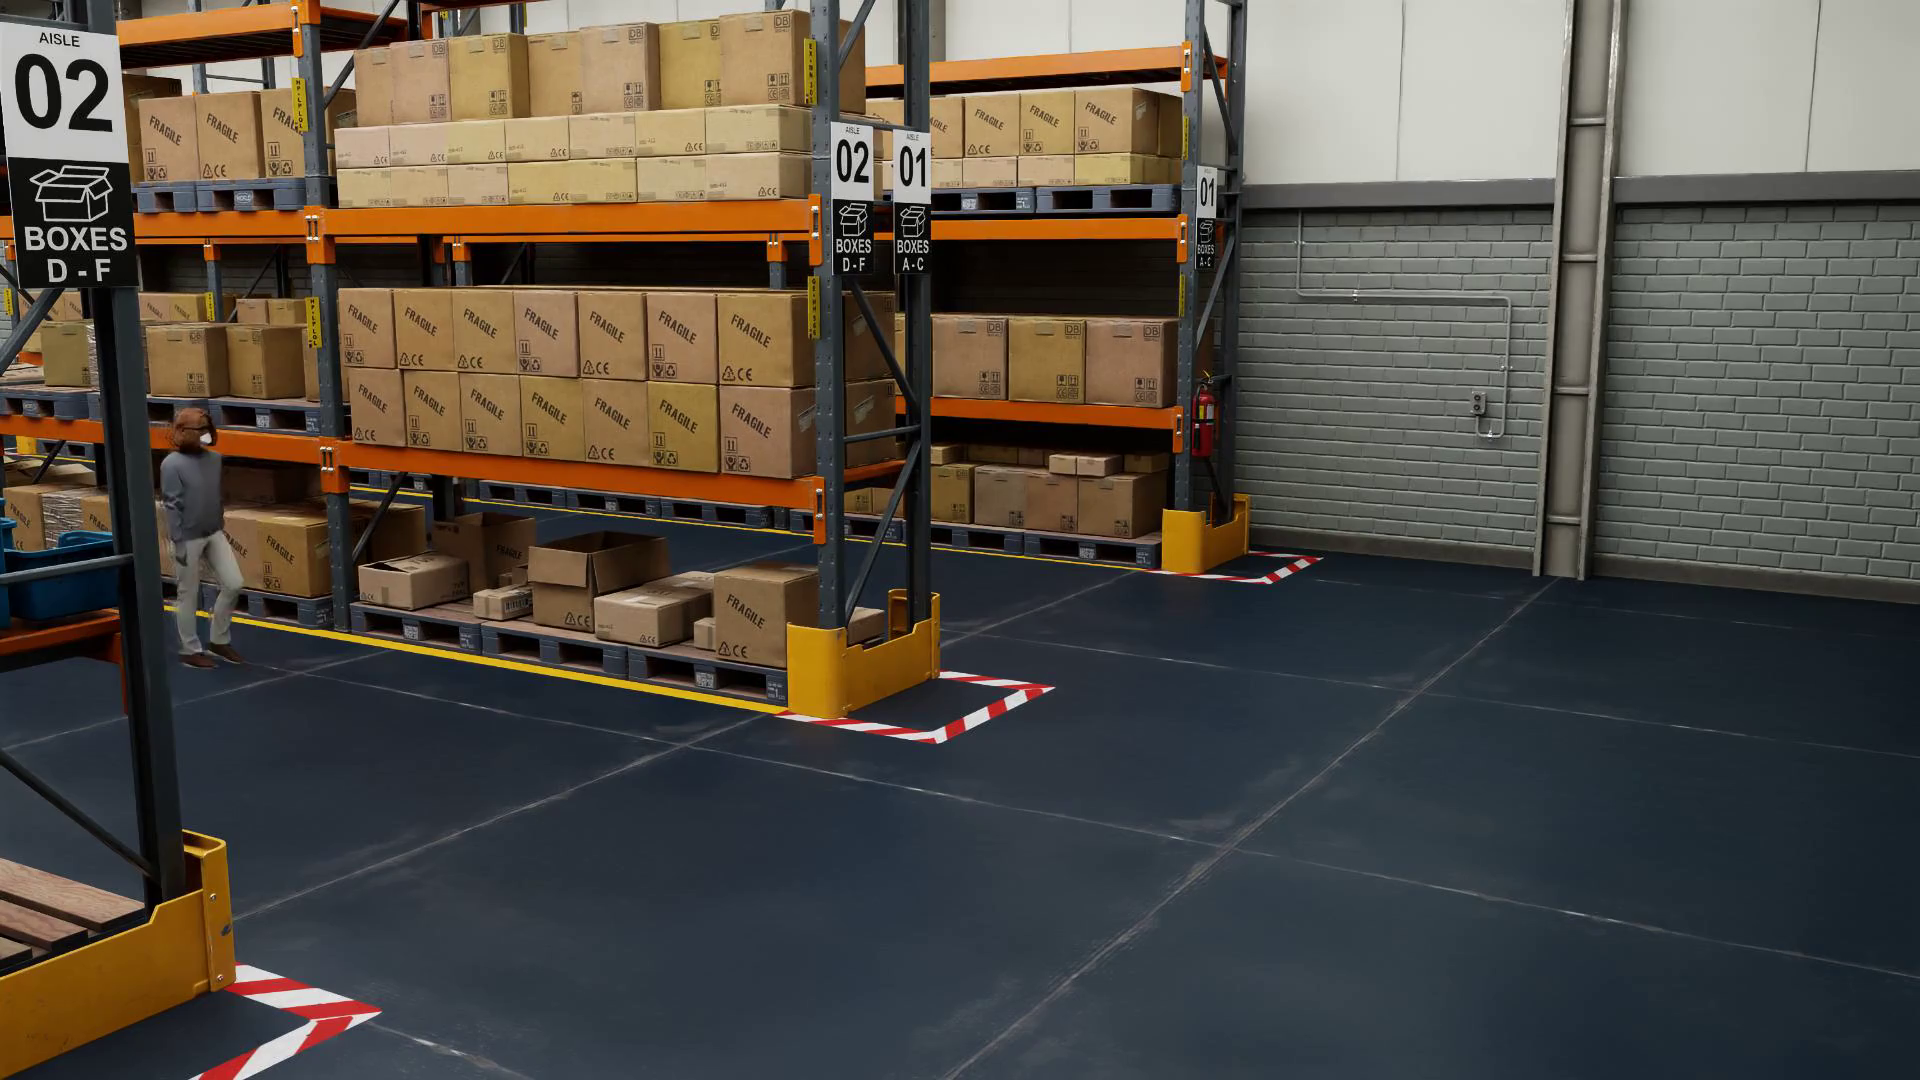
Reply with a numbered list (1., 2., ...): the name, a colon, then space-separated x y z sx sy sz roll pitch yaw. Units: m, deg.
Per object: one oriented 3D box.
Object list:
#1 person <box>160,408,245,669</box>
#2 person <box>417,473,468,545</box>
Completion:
1. person: -4.616 0.000 10.153 0.474 1.616 0.521 4 10 20
2. person: -4.360 -0.809 14.094 1.041 1.906 0.610 8 12 38
